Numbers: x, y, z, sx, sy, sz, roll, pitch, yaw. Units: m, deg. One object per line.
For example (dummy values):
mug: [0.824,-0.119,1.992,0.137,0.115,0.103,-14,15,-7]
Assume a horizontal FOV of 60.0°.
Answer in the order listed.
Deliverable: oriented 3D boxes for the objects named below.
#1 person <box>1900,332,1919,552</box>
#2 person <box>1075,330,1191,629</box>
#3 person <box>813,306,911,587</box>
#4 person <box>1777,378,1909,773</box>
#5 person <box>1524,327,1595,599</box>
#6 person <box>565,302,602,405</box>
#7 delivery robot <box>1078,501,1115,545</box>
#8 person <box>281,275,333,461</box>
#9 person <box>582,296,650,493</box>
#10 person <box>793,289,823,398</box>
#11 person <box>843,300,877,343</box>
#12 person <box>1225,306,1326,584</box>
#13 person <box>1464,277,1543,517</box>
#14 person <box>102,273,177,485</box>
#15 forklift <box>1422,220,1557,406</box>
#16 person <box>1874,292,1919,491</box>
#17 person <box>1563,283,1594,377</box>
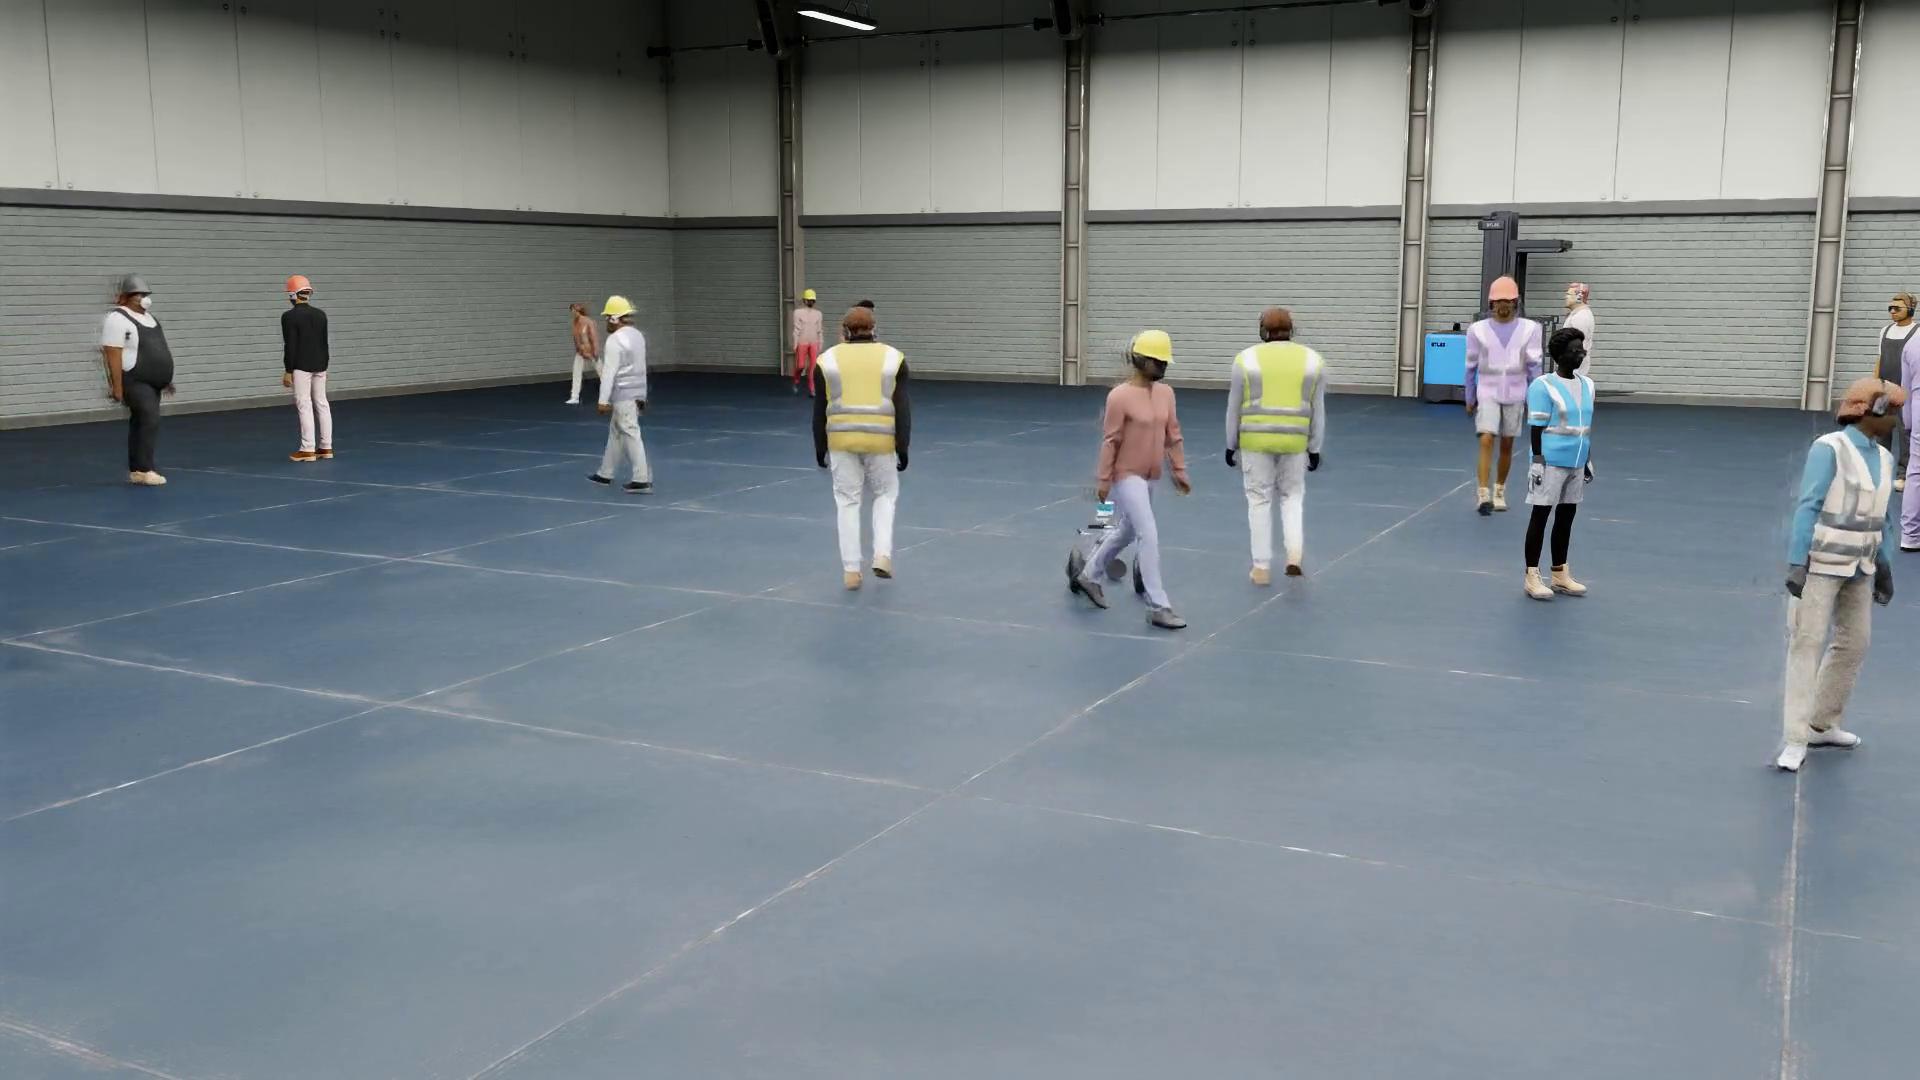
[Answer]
person: [7.112,-0.840,12.005,0.406,1.911,0.639,-3,10,-17]
person: [1.000,-0.386,9.800,0.530,1.716,0.896,-9,13,-43]
person: [-0.640,-0.605,10.834,0.635,1.815,0.438,0,9,-3]
person: [3.618,0.141,6.882,0.615,1.611,0.325,-5,10,-28]
person: [3.780,-0.487,10.472,0.535,1.700,0.318,-5,10,-28]
person: [-5.738,-2.924,25.885,0.532,1.582,0.922,6,11,35]
delivery robot: [0.954,-0.135,10.866,0.335,0.223,0.698,0,9,0]
person: [-7.101,-1.861,18.031,0.393,1.995,0.612,4,10,23]
person: [-3.241,-1.342,15.407,0.821,1.801,0.621,2,9,12]
person: [-2.491,-3.201,27.027,0.549,1.750,0.519,-5,11,-29]
person: [-1.381,-2.426,22.568,0.897,1.645,0.565,8,12,40]
person: [2.064,-0.620,10.940,0.623,1.819,0.437,0,9,-1]
person: [4.549,-1.197,13.952,0.617,1.984,1.053,2,9,13]
person: [-7.806,-1.529,15.980,0.661,2.000,0.684,0,9,3]
forklift: [8.245,-3.527,25.720,1.873,2.768,1.129,5,10,27]
person: [8.795,-1.395,15.623,0.345,1.846,0.507,-4,10,-23]
person: [6.860,-1.916,18.632,0.408,1.913,0.641,3,10,20]
